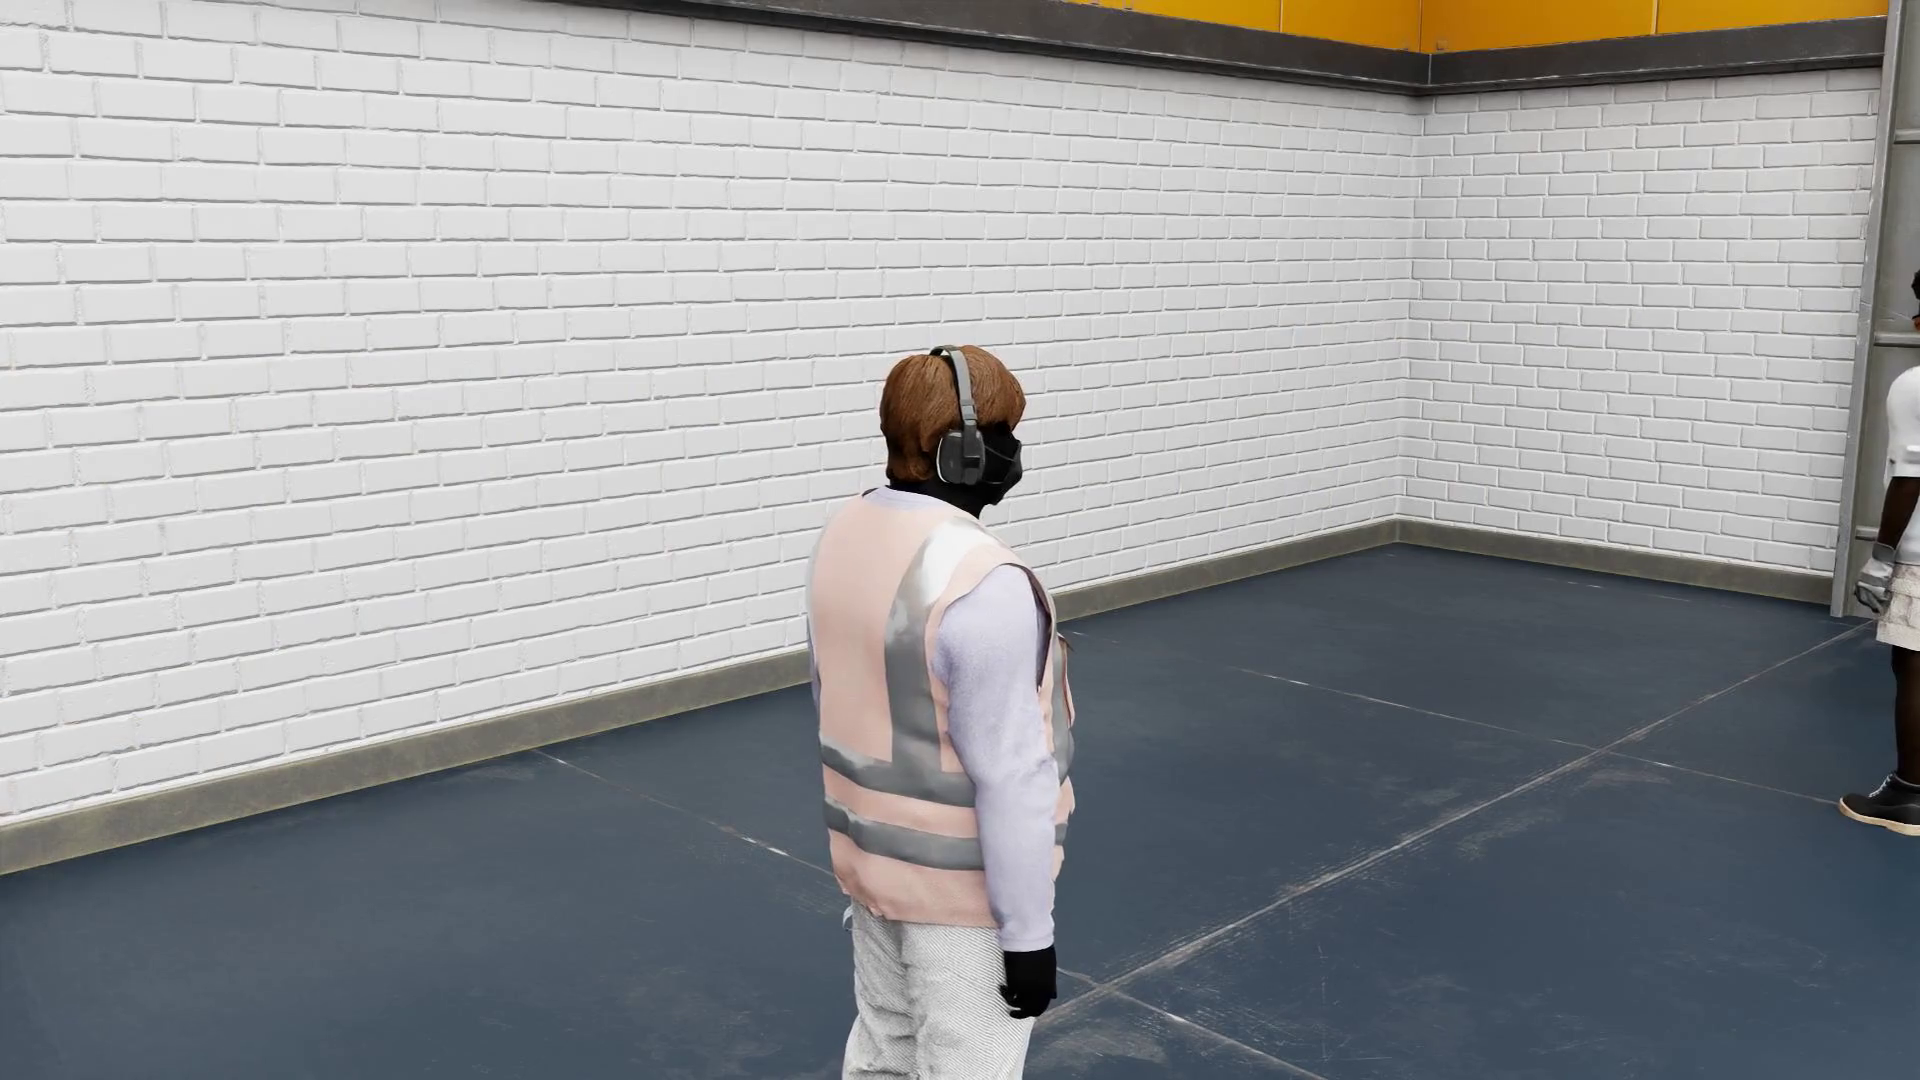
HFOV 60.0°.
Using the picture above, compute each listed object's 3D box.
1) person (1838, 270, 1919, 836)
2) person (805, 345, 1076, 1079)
[{"bbox_3d":[3.317,0.024,5.629,0.600,1.961,0.372,-3,11,-18],"label":"person"},{"bbox_3d":[-0.015,0.585,2.899,0.429,1.843,0.633,-6,12,-30],"label":"person"}]
